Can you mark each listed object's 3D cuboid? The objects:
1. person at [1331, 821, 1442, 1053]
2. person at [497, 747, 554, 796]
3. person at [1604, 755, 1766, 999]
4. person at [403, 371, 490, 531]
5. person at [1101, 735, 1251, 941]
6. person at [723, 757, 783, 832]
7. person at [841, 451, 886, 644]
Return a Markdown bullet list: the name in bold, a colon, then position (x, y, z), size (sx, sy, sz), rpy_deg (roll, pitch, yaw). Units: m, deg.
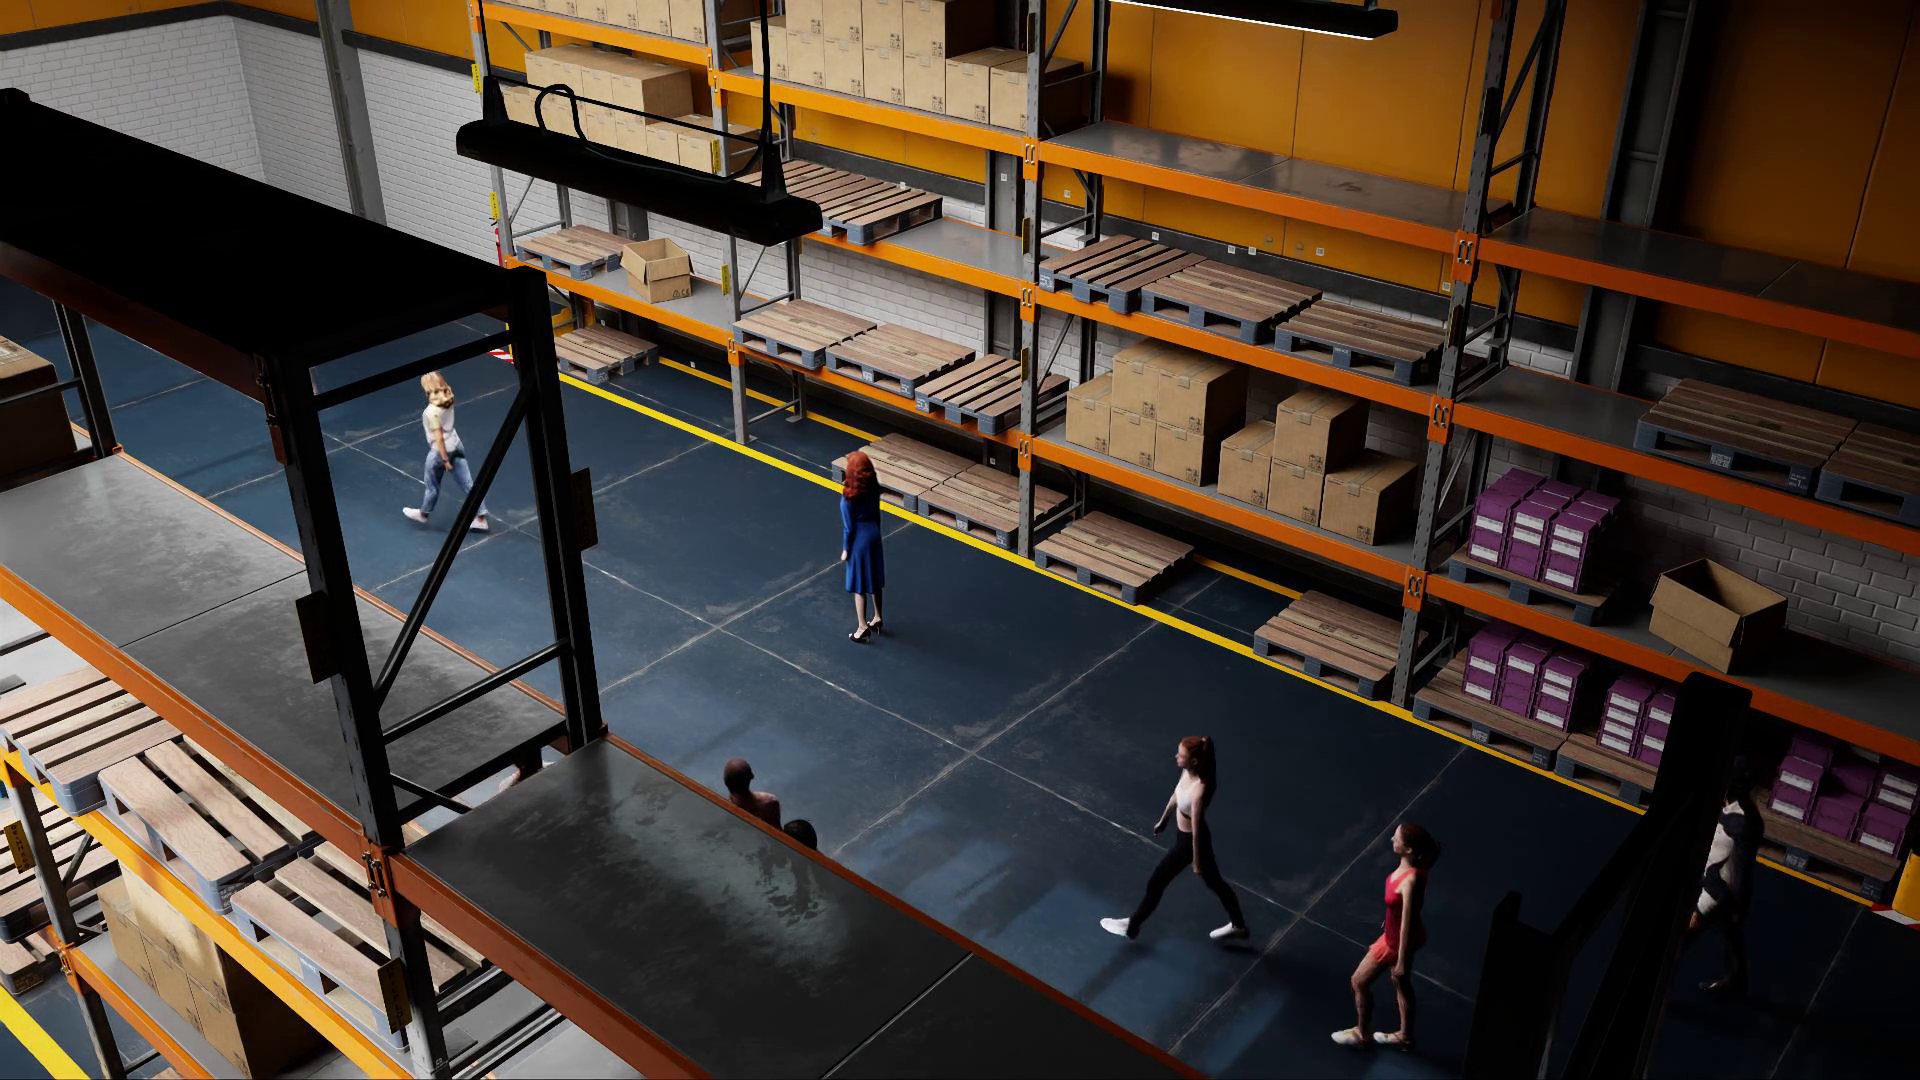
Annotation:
- **person**: position (2.770, 2.479, 10.182), size (0.819, 1.735, 0.710), rpy_deg (12, 31, 20)
- **person**: position (-2.768, 1.996, 10.936), size (0.912, 1.860, 1.136), rpy_deg (-16, 32, -27)
- **person**: position (4.927, 2.209, 10.565), size (1.286, 1.842, 1.057), rpy_deg (5, 29, 10)
- **person**: position (-4.946, -0.838, 16.326), size (1.214, 1.674, 0.975), rpy_deg (6, 29, 12)
- **person**: position (1.629, 2.032, 11.056), size (1.291, 1.683, 1.071), rpy_deg (3, 29, 5)
- **person**: position (-1.340, 2.234, 10.599), size (0.873, 1.765, 1.236), rpy_deg (-19, 34, -31)
- **person**: position (-0.849, 0.067, 14.506), size (0.564, 1.828, 0.599), rpy_deg (23, 36, 36)
